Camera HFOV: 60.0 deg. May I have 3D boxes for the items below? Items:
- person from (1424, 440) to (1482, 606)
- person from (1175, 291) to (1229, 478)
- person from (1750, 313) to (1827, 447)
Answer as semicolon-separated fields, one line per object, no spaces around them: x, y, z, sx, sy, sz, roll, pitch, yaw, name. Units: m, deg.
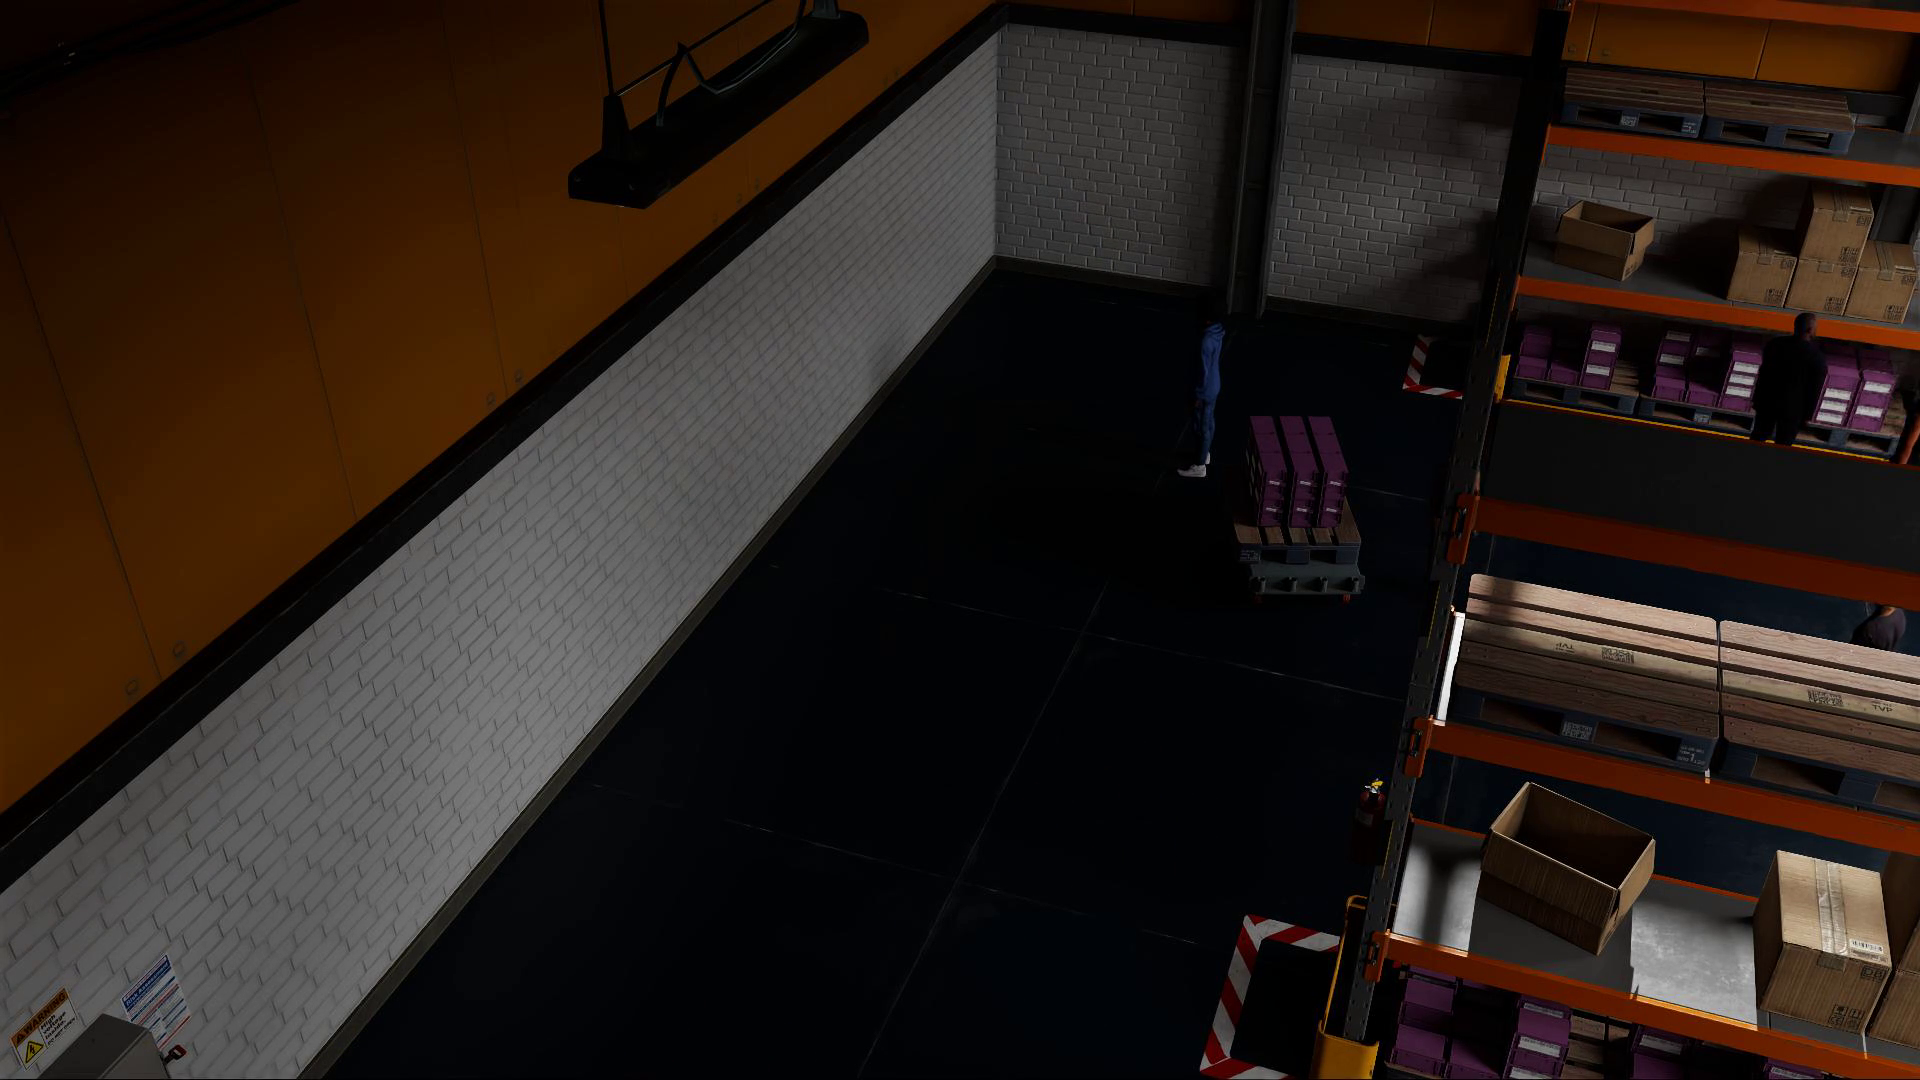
3.978;-0.191;13.465;0.615;1.552;0.650;6;34;9;person
2.213;-1.421;15.082;0.547;1.811;0.661;11;35;16;person
7.244;-1.163;14.687;0.848;1.818;0.723;-25;41;-33;person
